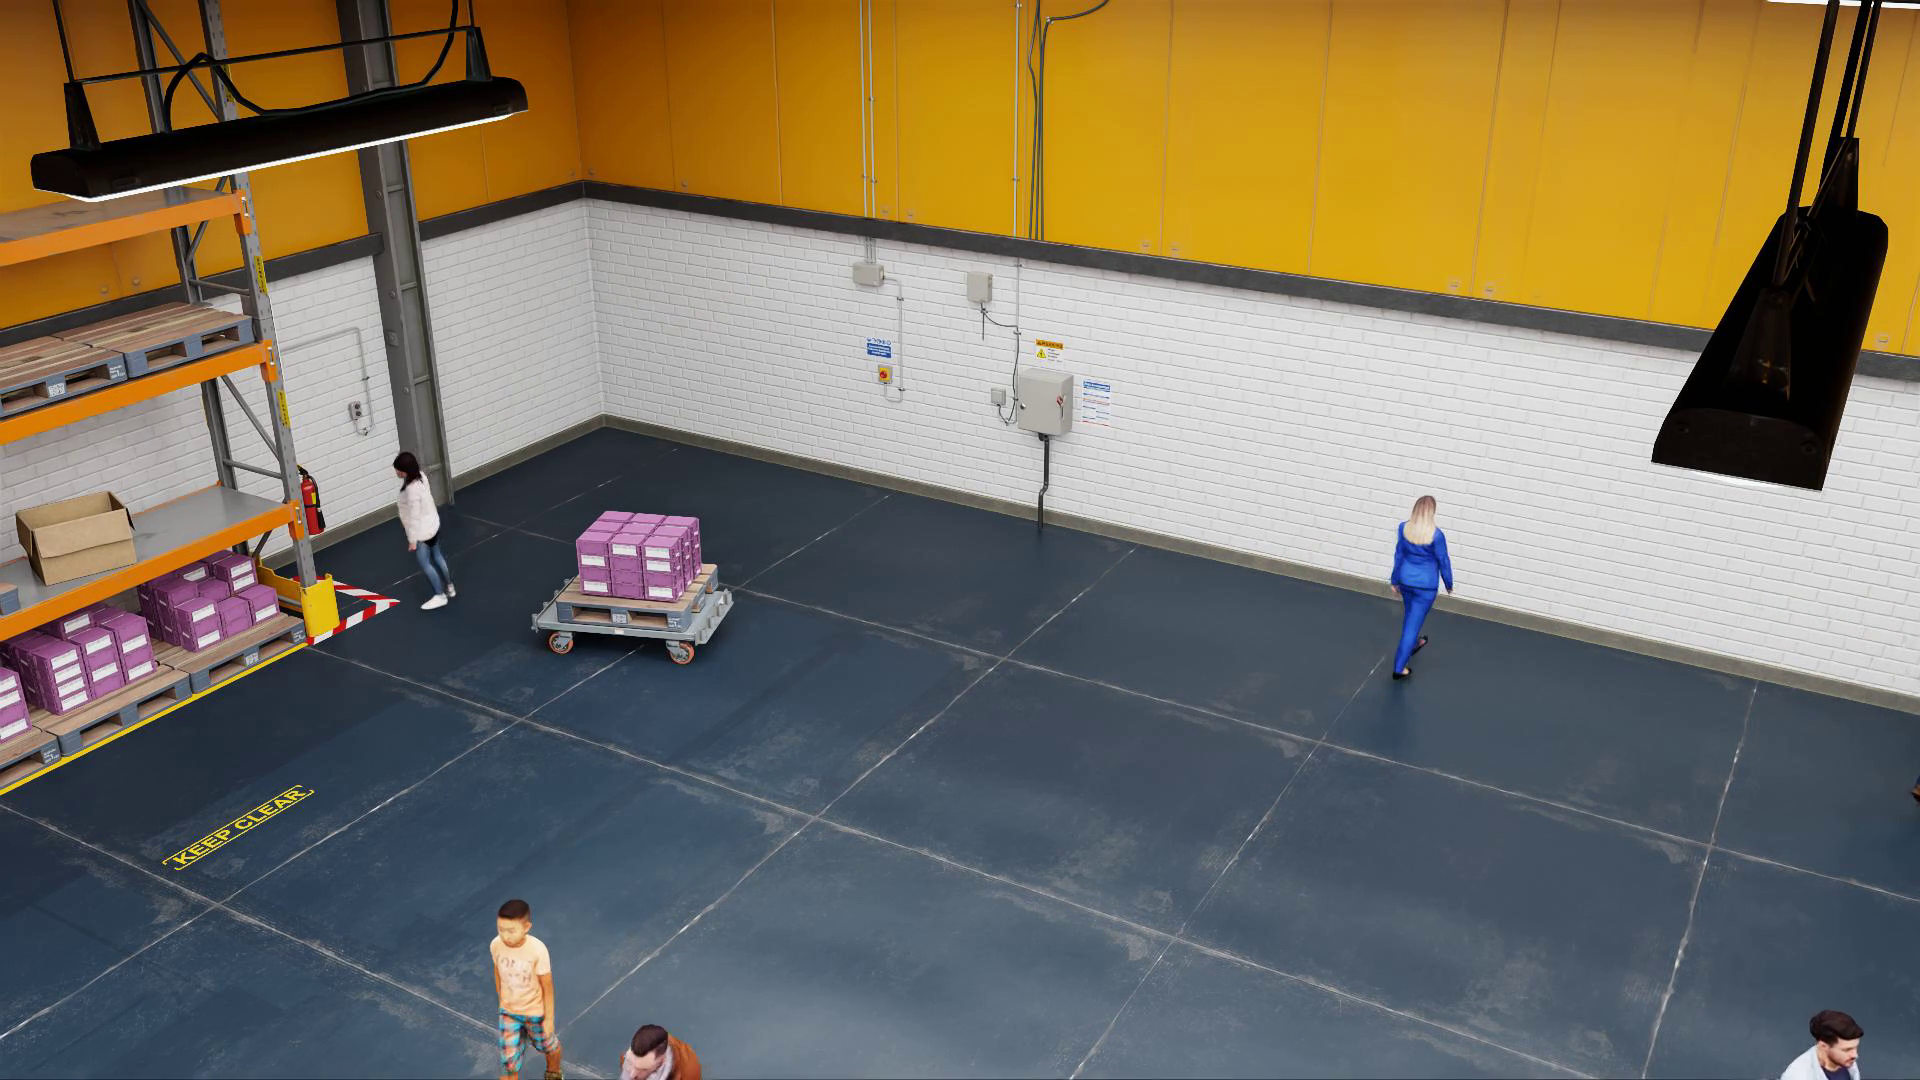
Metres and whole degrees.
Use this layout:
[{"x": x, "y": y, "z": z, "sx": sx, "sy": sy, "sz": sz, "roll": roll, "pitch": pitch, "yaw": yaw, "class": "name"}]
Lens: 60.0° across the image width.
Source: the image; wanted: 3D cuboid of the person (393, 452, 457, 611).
[{"x": -5.038, "y": -0.128, "z": 15.764, "sx": 0.912, "sy": 1.609, "sz": 0.776, "roll": 3, "pitch": 24, "yaw": 7, "class": "person"}]

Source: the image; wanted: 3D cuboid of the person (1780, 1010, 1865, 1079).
[{"x": 4.128, "y": 3.040, "z": 8.280, "sx": 0.811, "sy": 1.798, "sz": 0.892, "roll": -15, "pitch": 28, "yaw": -31, "class": "person"}]

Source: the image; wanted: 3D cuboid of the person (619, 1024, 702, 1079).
[{"x": -1.392, "y": 3.056, "z": 8.245, "sx": 0.916, "sy": 1.797, "sz": 0.918, "roll": -6, "pitch": 24, "yaw": -13, "class": "person"}]

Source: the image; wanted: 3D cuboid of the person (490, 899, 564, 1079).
[{"x": -2.468, "y": 2.662, "z": 9.603, "sx": 0.761, "sy": 1.433, "sz": 1.007, "roll": 4, "pitch": 24, "yaw": 9, "class": "person"}]

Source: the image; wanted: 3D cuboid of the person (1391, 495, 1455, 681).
[{"x": 3.918, "y": 0.439, "z": 14.384, "sx": 1.055, "sy": 1.676, "sz": 0.819, "roll": -20, "pitch": 31, "yaw": -38, "class": "person"}]
